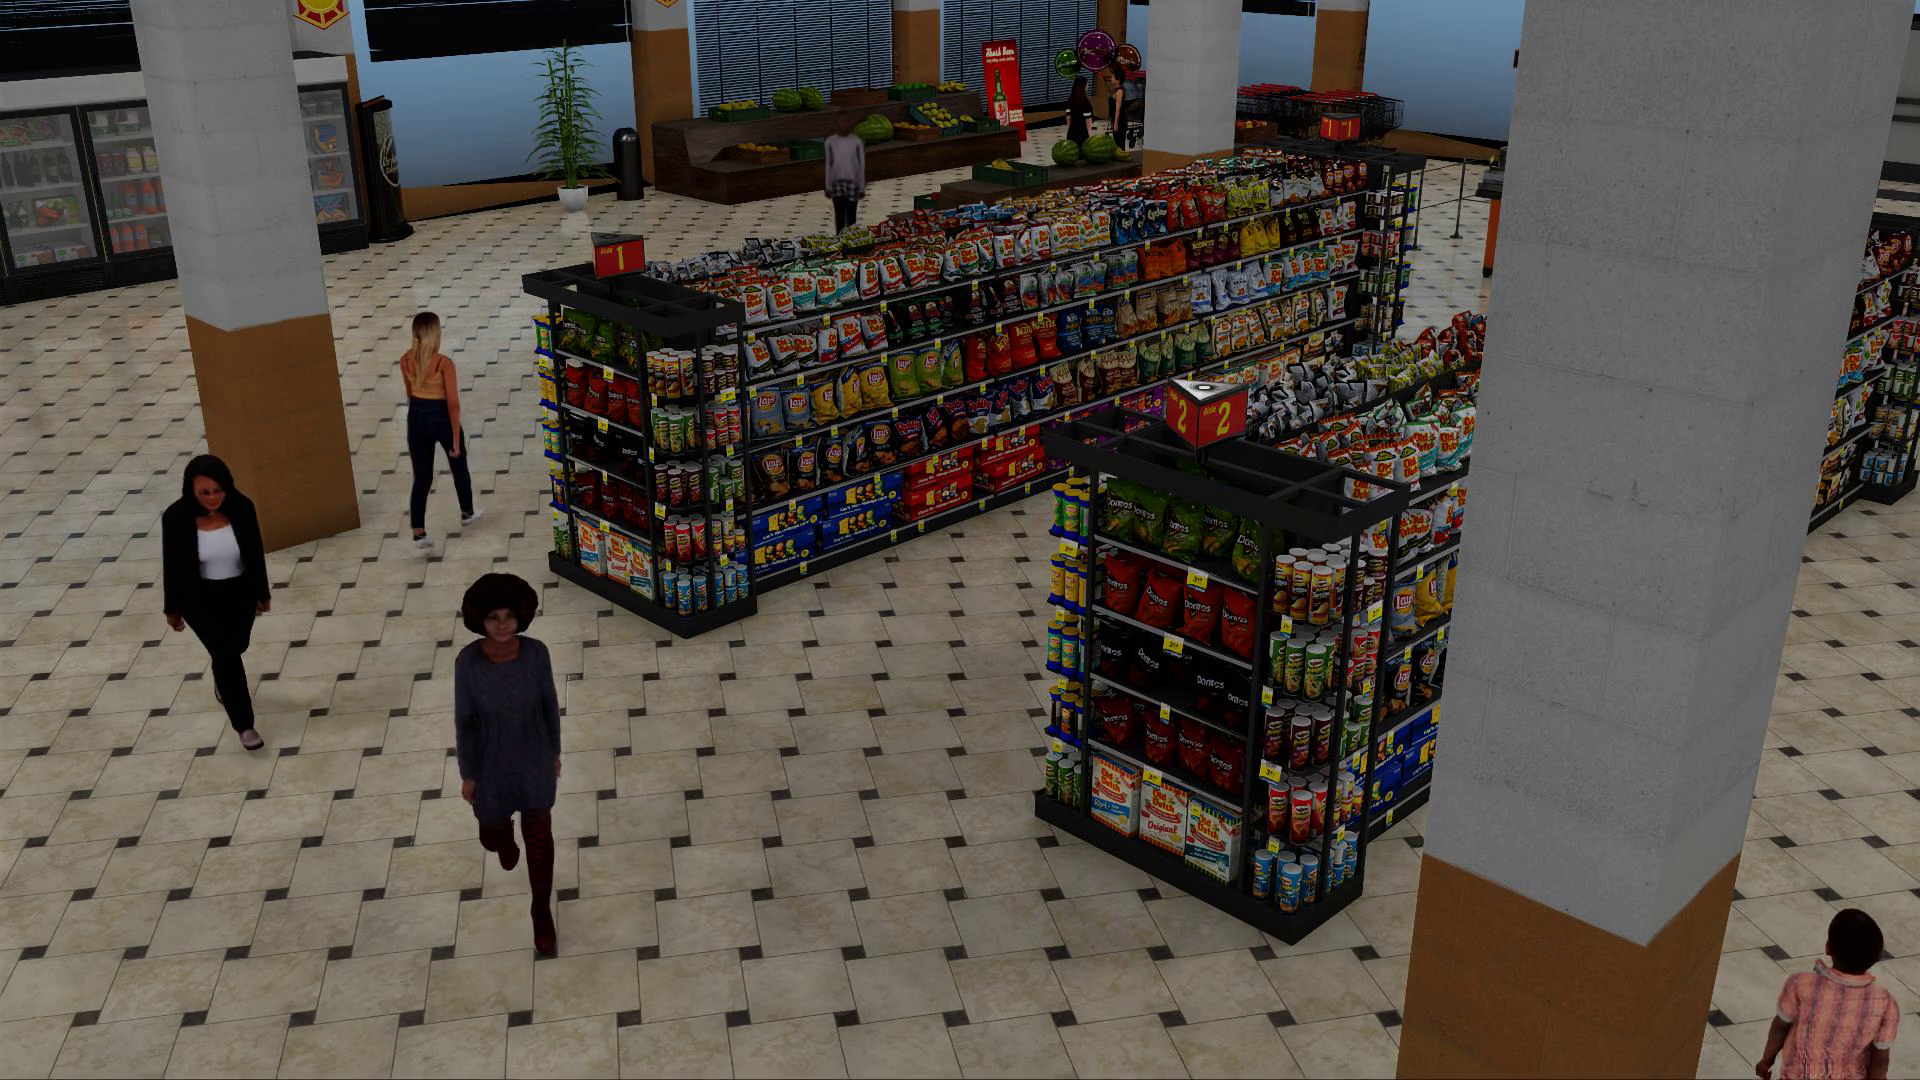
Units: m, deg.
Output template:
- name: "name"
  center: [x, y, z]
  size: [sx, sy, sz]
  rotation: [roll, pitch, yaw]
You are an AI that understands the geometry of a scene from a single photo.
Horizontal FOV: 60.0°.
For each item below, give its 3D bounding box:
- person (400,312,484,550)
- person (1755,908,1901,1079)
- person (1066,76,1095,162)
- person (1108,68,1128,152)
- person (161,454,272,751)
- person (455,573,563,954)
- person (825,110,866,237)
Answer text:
- name: "person"
  center: [-3.590, -0.700, 11.210]
  size: [1.027, 1.590, 1.173]
  rotation: [3, 22, 8]
- name: "person"
  center: [2.790, 1.806, 5.370]
  size: [0.642, 1.293, 0.734]
  rotation: [6, 23, 14]
- name: "person"
  center: [1.712, -5.832, 23.916]
  size: [0.567, 1.639, 0.592]
  rotation: [-20, 29, -40]
- name: "person"
  center: [2.412, -6.315, 25.171]
  size: [0.714, 1.600, 0.631]
  rotation: [3, 22, 8]
- name: "person"
  center: [-3.929, 0.283, 8.790]
  size: [1.026, 1.569, 0.750]
  rotation: [-19, 29, -39]
- name: "person"
  center: [-1.908, 0.918, 7.040]
  size: [0.896, 1.695, 0.854]
  rotation: [-8, 23, -19]
- name: "person"
  center: [-1.367, -4.211, 19.752]
  size: [1.135, 1.735, 1.154]
  rotation: [-1, 22, -3]
